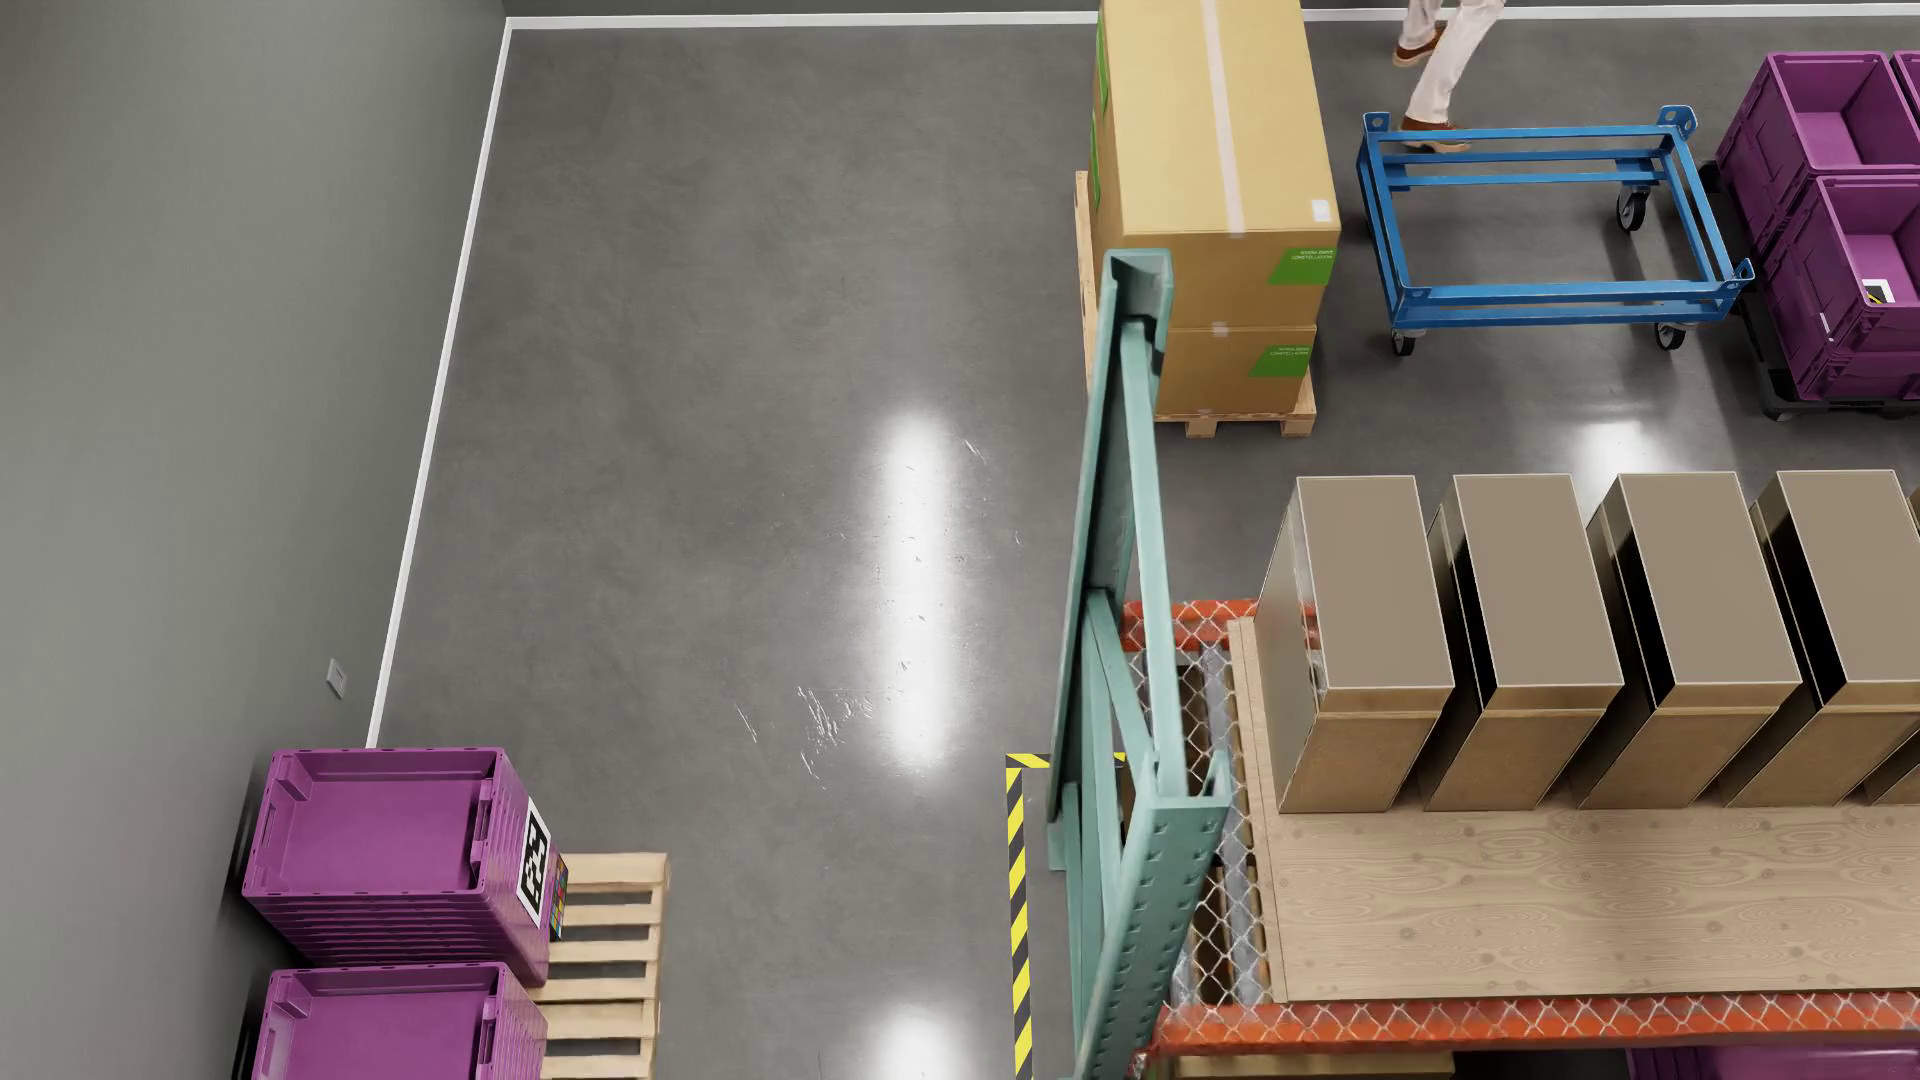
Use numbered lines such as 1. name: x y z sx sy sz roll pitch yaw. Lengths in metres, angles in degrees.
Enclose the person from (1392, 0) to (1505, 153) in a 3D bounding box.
1. person: 1.959 -2.396 6.163 0.601 1.964 0.838 -15 59 -9
